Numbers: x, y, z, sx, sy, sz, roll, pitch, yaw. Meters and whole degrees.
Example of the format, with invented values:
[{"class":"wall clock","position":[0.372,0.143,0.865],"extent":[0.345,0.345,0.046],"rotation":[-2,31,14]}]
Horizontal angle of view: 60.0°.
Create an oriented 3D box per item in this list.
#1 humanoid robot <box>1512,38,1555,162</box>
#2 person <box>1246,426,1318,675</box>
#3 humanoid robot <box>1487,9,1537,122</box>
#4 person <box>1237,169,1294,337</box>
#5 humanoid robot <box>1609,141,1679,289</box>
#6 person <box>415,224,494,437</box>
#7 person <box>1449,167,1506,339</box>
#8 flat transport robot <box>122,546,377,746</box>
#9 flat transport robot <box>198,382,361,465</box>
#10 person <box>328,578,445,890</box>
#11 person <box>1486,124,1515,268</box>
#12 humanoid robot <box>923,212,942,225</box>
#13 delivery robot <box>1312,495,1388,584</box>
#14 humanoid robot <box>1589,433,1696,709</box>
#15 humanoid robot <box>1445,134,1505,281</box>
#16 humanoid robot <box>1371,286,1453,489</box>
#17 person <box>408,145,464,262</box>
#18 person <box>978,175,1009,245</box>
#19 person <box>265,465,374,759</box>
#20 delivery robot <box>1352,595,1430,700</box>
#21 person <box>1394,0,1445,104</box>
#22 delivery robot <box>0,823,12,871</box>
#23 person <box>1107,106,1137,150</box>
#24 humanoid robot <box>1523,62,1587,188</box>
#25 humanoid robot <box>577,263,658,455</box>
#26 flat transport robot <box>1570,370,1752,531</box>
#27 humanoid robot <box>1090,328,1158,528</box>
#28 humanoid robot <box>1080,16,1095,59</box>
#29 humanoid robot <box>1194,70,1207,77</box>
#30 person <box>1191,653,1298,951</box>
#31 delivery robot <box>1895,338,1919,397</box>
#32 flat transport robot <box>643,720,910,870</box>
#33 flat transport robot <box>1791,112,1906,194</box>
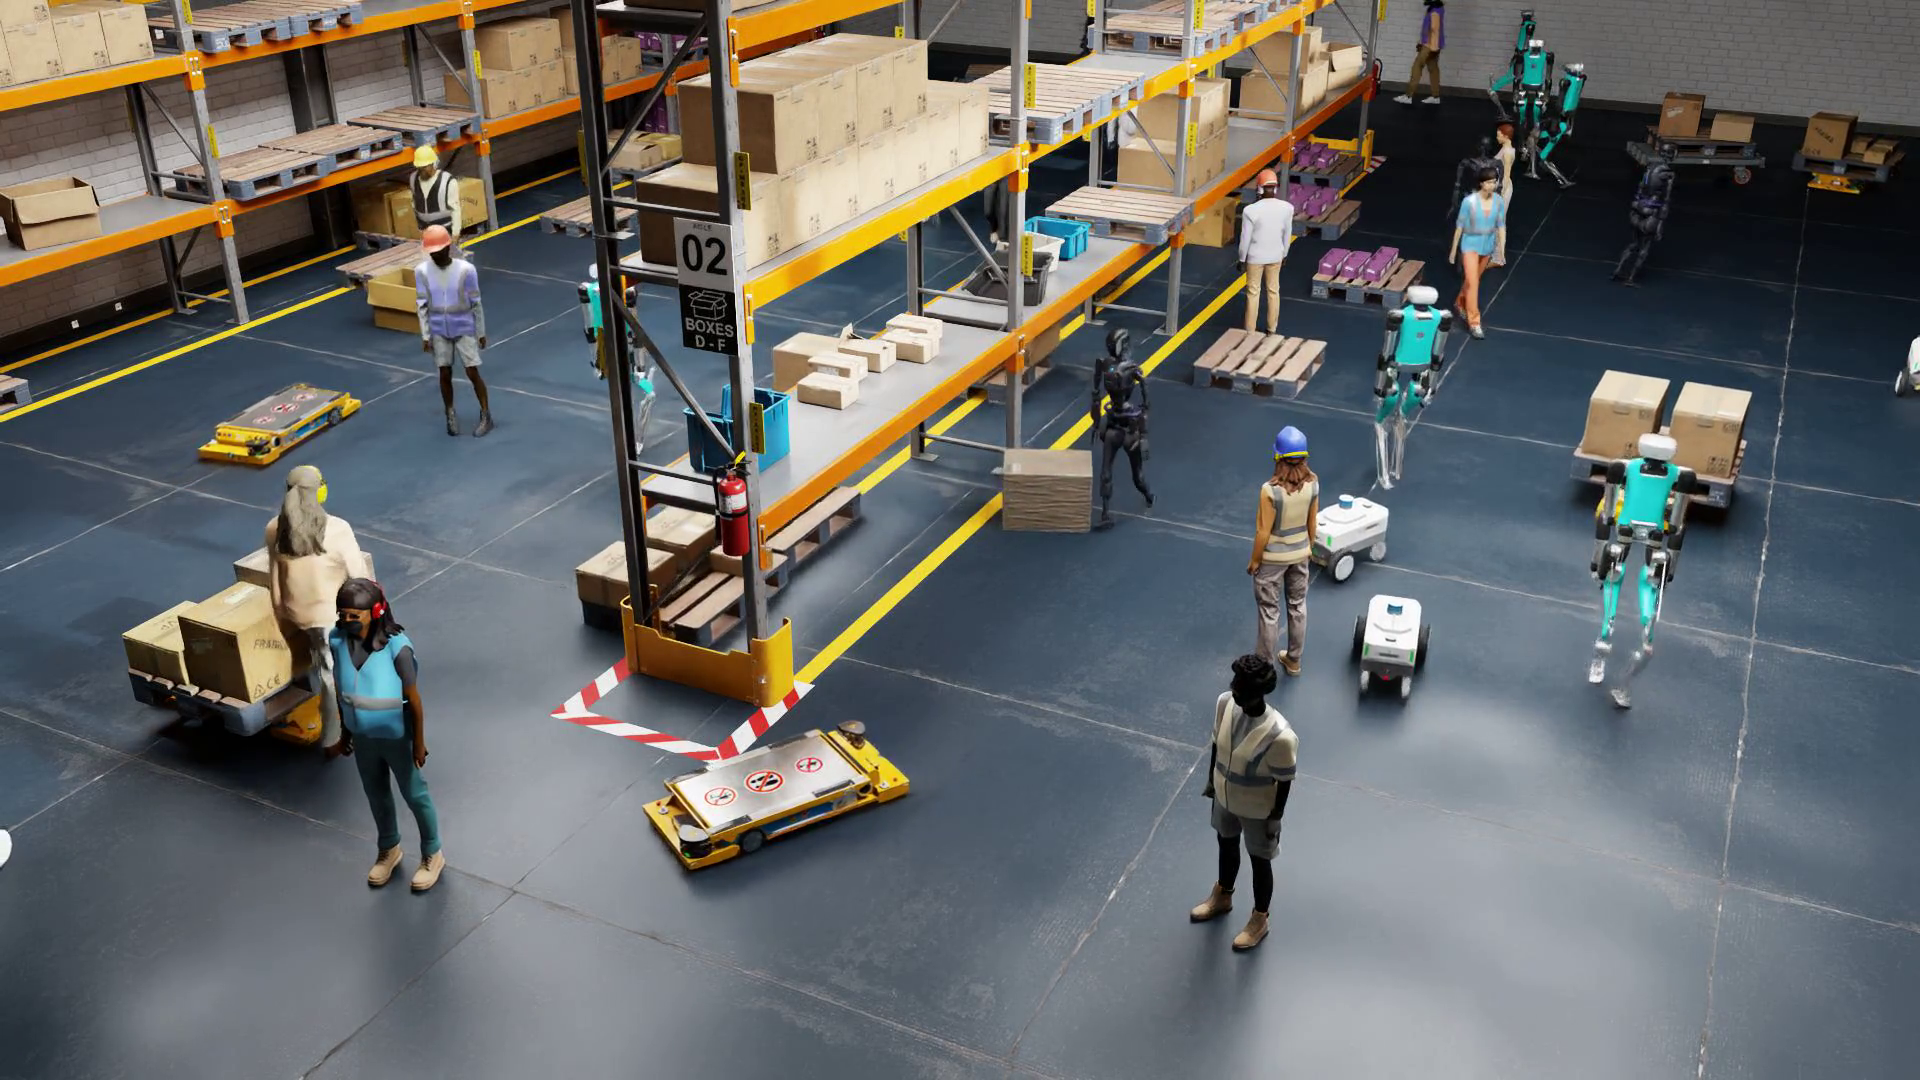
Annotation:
[{"class":"humanoid robot","position":[8.263,-6.373,24.041],"extent":[0.557,1.814,0.903],"rotation":[11,28,20]},{"class":"person","position":[2.098,0.098,10.878],"extent":[0.478,1.776,0.319],"rotation":[-11,28,-21]},{"class":"humanoid robot","position":[8.549,-7.423,25.995],"extent":[0.708,1.694,0.530],"rotation":[4,27,7]},{"class":"person","position":[3.094,-2.914,16.999],"extent":[0.560,1.742,0.335],"rotation":[-7,27,-13]},{"class":"humanoid robot","position":[7.634,-3.630,18.525],"extent":[0.403,1.640,0.603],"rotation":[-5,27,-10]},{"class":"person","position":[-4.465,-1.840,14.639],"extent":[0.552,1.925,0.404],"rotation":[1,26,1]},{"class":"person","position":[5.374,-3.031,17.271],"extent":[0.507,1.715,0.957],"rotation":[-4,27,-8]},{"class":"flat transport robot","position":[-4.555,0.952,10.855],"extent":[1.431,0.231,0.659],"rotation":[12,29,23]},{"class":"flat transport robot","position":[-6.075,-1.052,14.903],"extent":[0.659,0.231,1.431],"rotation":[7,27,15]},{"class":"person","position":[-3.081,1.031,8.910],"extent":[0.505,1.860,0.389],"rotation":[7,27,14]},{"class":"person","position":[6.243,-3.992,19.273],"extent":[0.283,1.657,0.450],"rotation":[5,27,11]},{"class":"humanoid robot","position":[-0.430,-4.728,20.733],"extent":[0.548,1.837,0.714],"rotation":[11,28,21]},{"class":"delivery robot","position":[2.875,-0.046,12.545],"extent":[0.781,0.591,0.499],"rotation":[-18,32,-33]},{"class":"humanoid robot","position":[4.308,0.249,10.613],"extent":[0.531,1.759,0.767],"rotation":[7,27,14]},{"class":"humanoid robot","position":[5.809,-3.755,18.780],"extent":[0.588,1.658,0.336],"rotation":[0,26,0]},{"class":"humanoid robot","position":[3.641,-1.288,13.756],"extent":[0.546,1.812,0.707],"rotation":[-1,26,-3]},{"class":"person","position":[-5.620,-3.352,17.856],"extent":[0.607,1.771,0.944],"rotation":[4,27,9]},{"class":"person","position":[0.459,-4.262,19.636],"extent":[0.538,1.824,0.534],"rotation":[4,27,9]},{"class":"person","position":[-3.856,0.361,10.268],"extent":[0.565,1.842,0.884],"rotation":[5,27,10]},{"class":"delivery robot","position":[2.876,0.658,11.092],"extent":[0.499,0.564,0.744],"rotation":[8,27,15]},{"class":"person","position":[7.631,-8.166,27.435],"extent":[0.869,1.897,0.553],"rotation":[7,27,14]},{"class":"delivery robot","position":[-5.583,1.709,9.024],"extent":[0.499,0.613,0.807],"rotation":[0,26,0]},{"class":"person","position":[2.207,-5.157,21.382],"extent":[0.684,1.874,0.830],"rotation":[8,27,16]},{"class":"humanoid robot","position":[7.977,-5.604,22.465],"extent":[0.558,1.734,1.055],"rotation":[-22,34,-37]},{"class":"humanoid robot","position":[-2.861,-1.535,14.309],"extent":[0.542,1.867,0.665],"rotation":[9,28,17]},{"class":"flat transport robot","position":[5.720,-0.464,13.714],"extent":[0.659,0.231,1.431],"rotation":[14,29,26]},{"class":"humanoid robot","position":[1.299,-0.876,13.020],"extent":[0.761,1.654,0.593],"rotation":[-23,34,-38]},{"class":"humanoid robot","position":[2.172,-8.153,27.658],"extent":[0.362,1.642,0.609],"rotation":[15,30,27]},{"class":"humanoid robot","position":[3.498,-6.809,24.952],"extent":[0.354,1.649,0.607],"rotation":[-6,27,-13]},{"class":"person","position":[1.456,1.322,8.494],"extent":[0.317,1.697,0.539],"rotation":[-18,32,-32]},{"class":"delivery robot","position":[9.202,-1.642,15.779],"extent":[0.499,0.601,0.802],"rotation":[12,29,23]},{"class":"flat transport robot","position":[-1.075,1.481,9.787],"extent":[1.431,0.231,0.659],"rotation":[-16,30,-29]},{"class":"flat transport robot","position":[12.233,-5.033,22.945],"extent":[0.659,0.231,1.431],"rotation":[19,32,34]}]
